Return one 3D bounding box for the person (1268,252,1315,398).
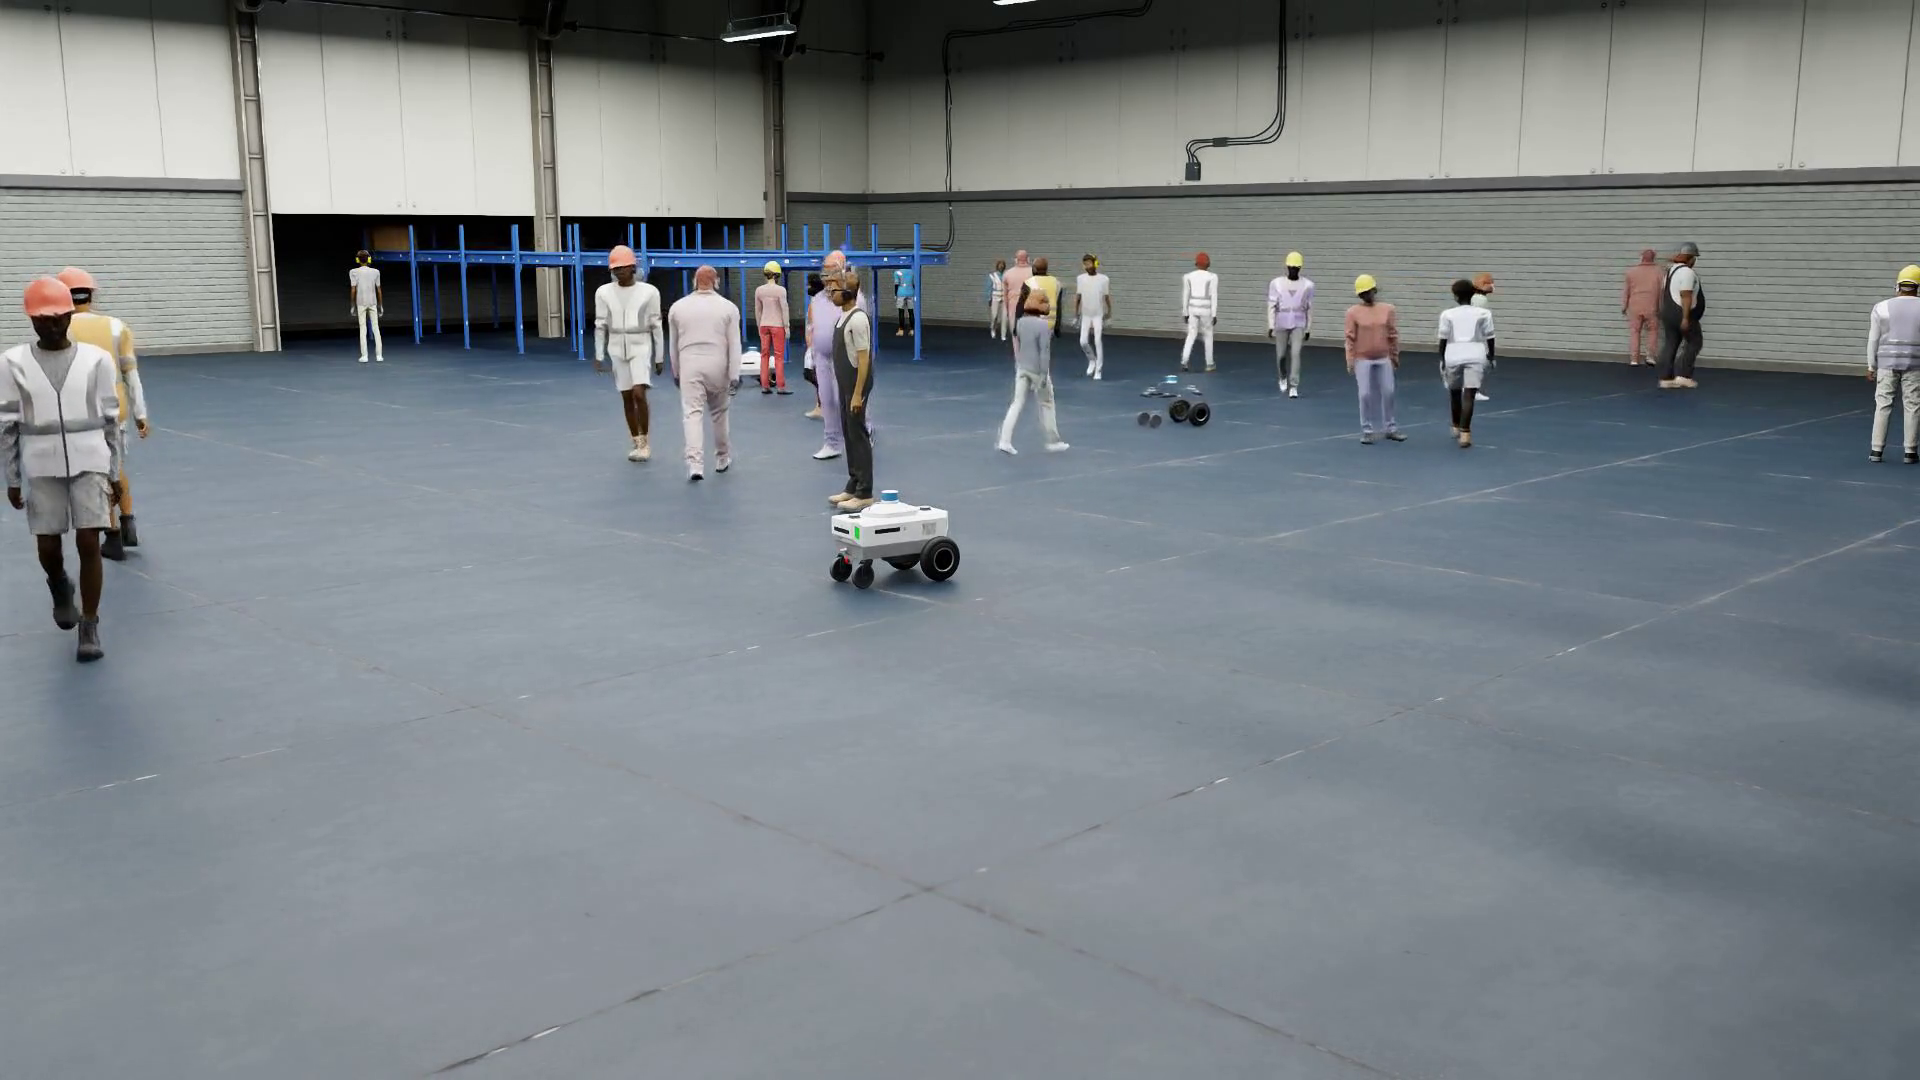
[{"bbox_3d":[4.381,-2.863,22.032,0.589,1.903,0.757,2,11,11],"label":"person"}]

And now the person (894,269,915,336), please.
[{"bbox_3d":[-1.153,-5.135,34.969,0.535,1.697,0.318,-6,12,-29],"label":"person"}]

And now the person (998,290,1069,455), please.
[{"bbox_3d":[0.694,-1.628,16.140,0.861,1.588,0.492,-10,14,-43],"label":"person"}]

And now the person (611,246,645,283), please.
[{"bbox_3d":[-5.199,-3.616,26.026,0.370,1.940,0.631,8,13,36],"label":"person"}]

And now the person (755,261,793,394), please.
[{"bbox_3d":[-2.493,-2.834,22.230,0.524,1.770,0.314,6,12,29],"label":"person"}]

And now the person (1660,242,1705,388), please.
[{"bbox_3d":[10.052,-3.097,23.032,0.614,2.000,0.711,0,10,0],"label":"person"}]

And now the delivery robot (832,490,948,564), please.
[{"bbox_3d":[-0.433,-0.065,10.295,0.707,0.478,0.477,-7,13,-34],"label":"delivery robot"}]

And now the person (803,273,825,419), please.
[{"bbox_3d":[-1.617,-2.224,19.115,0.400,1.681,0.549,1,10,3],"label":"person"}]

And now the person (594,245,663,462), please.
[{"bbox_3d":[-3.103,-1.725,15.509,0.613,2.013,0.737,1,10,4],"label":"person"}]

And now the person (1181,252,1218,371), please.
[{"bbox_3d":[3.754,-3.566,26.002,0.593,1.853,0.866,6,12,32],"label":"person"}]

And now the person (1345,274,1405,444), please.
[{"bbox_3d":[4.202,-1.835,16.898,0.612,1.721,0.390,-1,10,-3],"label":"person"}]

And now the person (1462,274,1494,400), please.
[{"bbox_3d":[6.671,-2.601,21.346,0.382,1.619,0.516,3,11,14],"label":"person"}]

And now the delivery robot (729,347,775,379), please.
[{"bbox_3d":[-2.914,-2.481,23.473,0.707,0.478,0.477,-5,11,-24],"label":"delivery robot"}]

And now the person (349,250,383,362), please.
[{"bbox_3d":[-9.964,-3.927,27.920,0.521,1.865,0.319,-5,12,-26],"label":"person"}]

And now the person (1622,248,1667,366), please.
[{"bbox_3d":[11.055,-3.755,26.896,0.665,1.897,0.479,5,11,24],"label":"person"}]

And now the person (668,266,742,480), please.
[{"bbox_3d":[-2.229,-1.463,14.575,0.644,1.852,0.989,0,10,-2],"label":"person"}]

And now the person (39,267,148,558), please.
[{"bbox_3d":[-5.721,-0.834,10.964,0.493,1.907,0.549,9,14,41],"label":"person"}]

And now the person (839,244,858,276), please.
[{"bbox_3d":[-2.341,-5.121,34.237,0.460,1.934,0.638,10,14,43],"label":"person"}]

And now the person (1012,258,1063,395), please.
[{"bbox_3d":[0.986,-2.881,22.390,0.628,1.807,0.894,-7,13,-35],"label":"person"}]

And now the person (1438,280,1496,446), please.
[{"bbox_3d":[5.160,-1.815,16.945,0.557,1.647,0.859,4,11,22],"label":"person"}]

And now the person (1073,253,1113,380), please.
[{"bbox_3d":[1.968,-3.285,24.477,0.642,1.846,0.426,4,11,22],"label":"person"}]

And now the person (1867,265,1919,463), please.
[{"bbox_3d":[8.814,-1.646,15.558,0.592,1.837,0.404,6,12,30],"label":"person"}]

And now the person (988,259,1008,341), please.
[{"bbox_3d":[0.827,-4.829,33.500,0.519,1.629,0.386,-2,11,-8],"label":"person"}]

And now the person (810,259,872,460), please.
[{"bbox_3d":[-1.141,-1.721,15.830,0.668,1.889,0.558,8,13,39],"label":"person"}]

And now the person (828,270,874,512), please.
[{"bbox_3d":[-0.838,-1.151,12.840,0.324,1.842,0.514,-3,11,-16],"label":"person"}]

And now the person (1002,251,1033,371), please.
[{"bbox_3d":[0.983,-3.591,26.097,0.643,1.854,0.970,0,10,2],"label":"person"}]

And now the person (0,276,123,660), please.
[{"bbox_3d":[-4.542,-0.378,8.444,0.545,1.919,0.638,-5,12,-27],"label":"person"}]

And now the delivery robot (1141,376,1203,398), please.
[{"bbox_3d":[2.382,-1.728,18.658,0.698,0.223,0.335,-4,11,-23],"label":"delivery robot"}]

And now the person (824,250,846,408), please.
[{"bbox_3d":[-1.523,-2.584,20.435,0.585,1.921,0.473,3,11,17],"label":"person"}]
